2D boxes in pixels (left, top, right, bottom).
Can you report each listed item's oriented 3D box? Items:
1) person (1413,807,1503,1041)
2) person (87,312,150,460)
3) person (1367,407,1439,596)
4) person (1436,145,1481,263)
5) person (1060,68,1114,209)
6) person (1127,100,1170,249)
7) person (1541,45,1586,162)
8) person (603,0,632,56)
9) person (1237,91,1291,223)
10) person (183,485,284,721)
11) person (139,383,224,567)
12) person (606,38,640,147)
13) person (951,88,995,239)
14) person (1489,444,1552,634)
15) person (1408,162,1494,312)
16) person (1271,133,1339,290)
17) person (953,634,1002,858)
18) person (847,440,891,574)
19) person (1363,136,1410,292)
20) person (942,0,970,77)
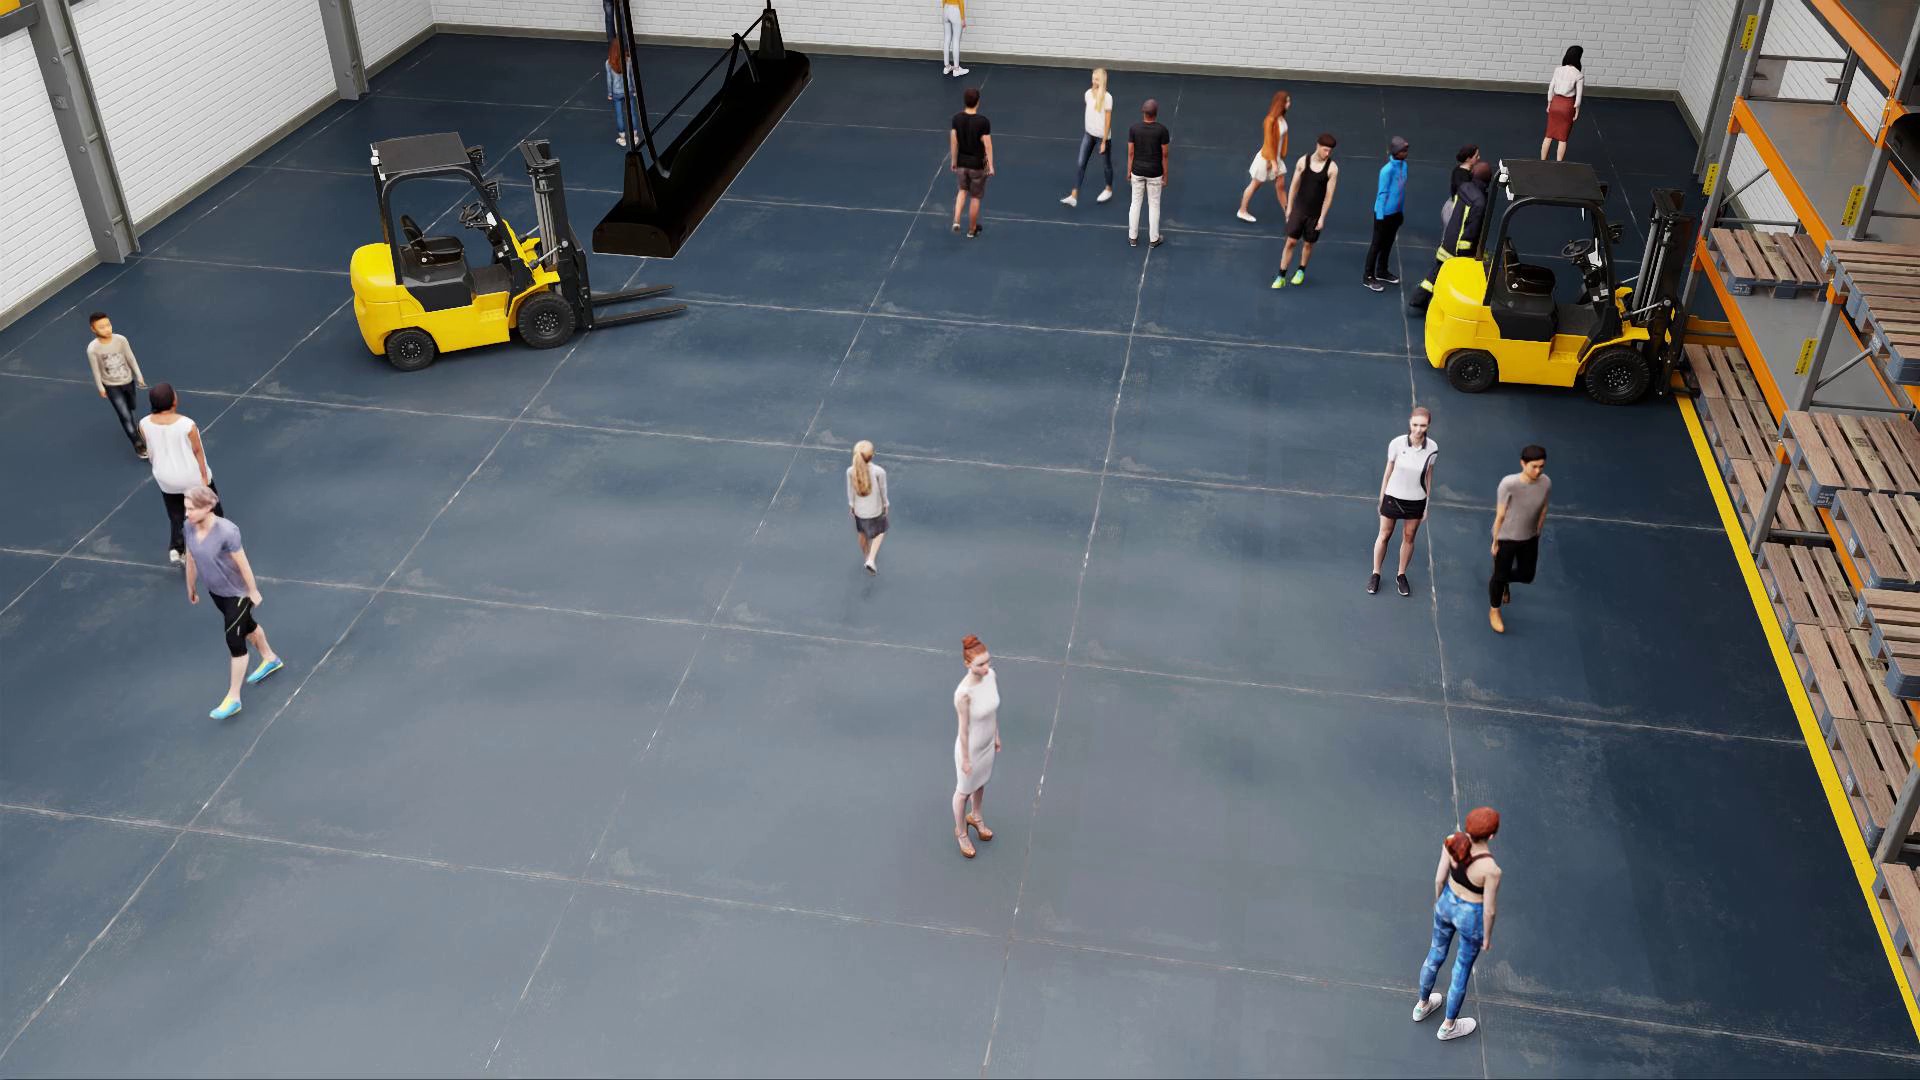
[{"bbox_3d":[2.994,2.276,9.941,0.744,1.785,0.686,-23,40,-30],"label":"person"},{"bbox_3d":[-8.115,-1.533,15.985,0.952,1.440,1.006,25,41,33],"label":"person"},{"bbox_3d":[3.713,-0.333,13.897,0.563,1.752,0.554,4,34,6],"label":"person"},{"bbox_3d":[5.628,-3.640,18.864,0.743,1.760,0.575,2,34,3],"label":"person"},{"bbox_3d":[1.808,-5.083,21.032,1.006,1.764,1.209,27,42,34],"label":"person"},{"bbox_3d":[2.244,-4.397,19.964,0.677,1.805,0.620,9,35,13],"label":"person"},{"bbox_3d":[7.915,-5.626,21.863,0.680,1.749,0.696,28,43,35],"label":"person"},{"bbox_3d":[-5.488,-8.626,26.280,0.674,1.856,0.590,8,35,12],"label":"person"},{"bbox_3d":[3.733,-4.699,20.533,0.984,1.677,1.115,22,39,29],"label":"person"},{"bbox_3d":[-5.534,0.359,12.766,0.892,1.852,1.163,15,37,22],"label":"person"},{"bbox_3d":[-6.728,-0.553,14.310,0.784,1.661,1.107,0,34,-1],"label":"person"},{"bbox_3d":[-4.662,-6.188,22.954,0.647,1.476,0.662,-13,36,-18],"label":"person"},{"bbox_3d":[0.099,-4.516,20.099,0.791,1.852,0.881,15,36,21],"label":"person"},{"bbox_3d":[4.499,-0.080,13.559,0.700,1.705,0.832,-3,34,-4],"label":"person"},{"bbox_3d":[5.466,-3.285,18.308,1.118,1.785,1.270,-7,34,-11],"label":"person"},{"bbox_3d":[4.025,-3.781,18.996,0.809,1.850,0.954,17,37,23],"label":"person"},{"bbox_3d":[0.098,1.396,11.260,0.691,1.792,0.556,22,39,29],"label":"person"},{"bbox_3d":[-0.792,-0.262,14.226,0.516,1.270,0.652,7,34,10],"label":"person"},{"bbox_3d":[4.879,-3.750,18.998,0.672,1.796,0.758,-28,43,-35],"label":"person"},{"bbox_3d":[-0.116,-8.002,25.436,0.684,1.751,0.725,29,43,36],"label":"person"}]
